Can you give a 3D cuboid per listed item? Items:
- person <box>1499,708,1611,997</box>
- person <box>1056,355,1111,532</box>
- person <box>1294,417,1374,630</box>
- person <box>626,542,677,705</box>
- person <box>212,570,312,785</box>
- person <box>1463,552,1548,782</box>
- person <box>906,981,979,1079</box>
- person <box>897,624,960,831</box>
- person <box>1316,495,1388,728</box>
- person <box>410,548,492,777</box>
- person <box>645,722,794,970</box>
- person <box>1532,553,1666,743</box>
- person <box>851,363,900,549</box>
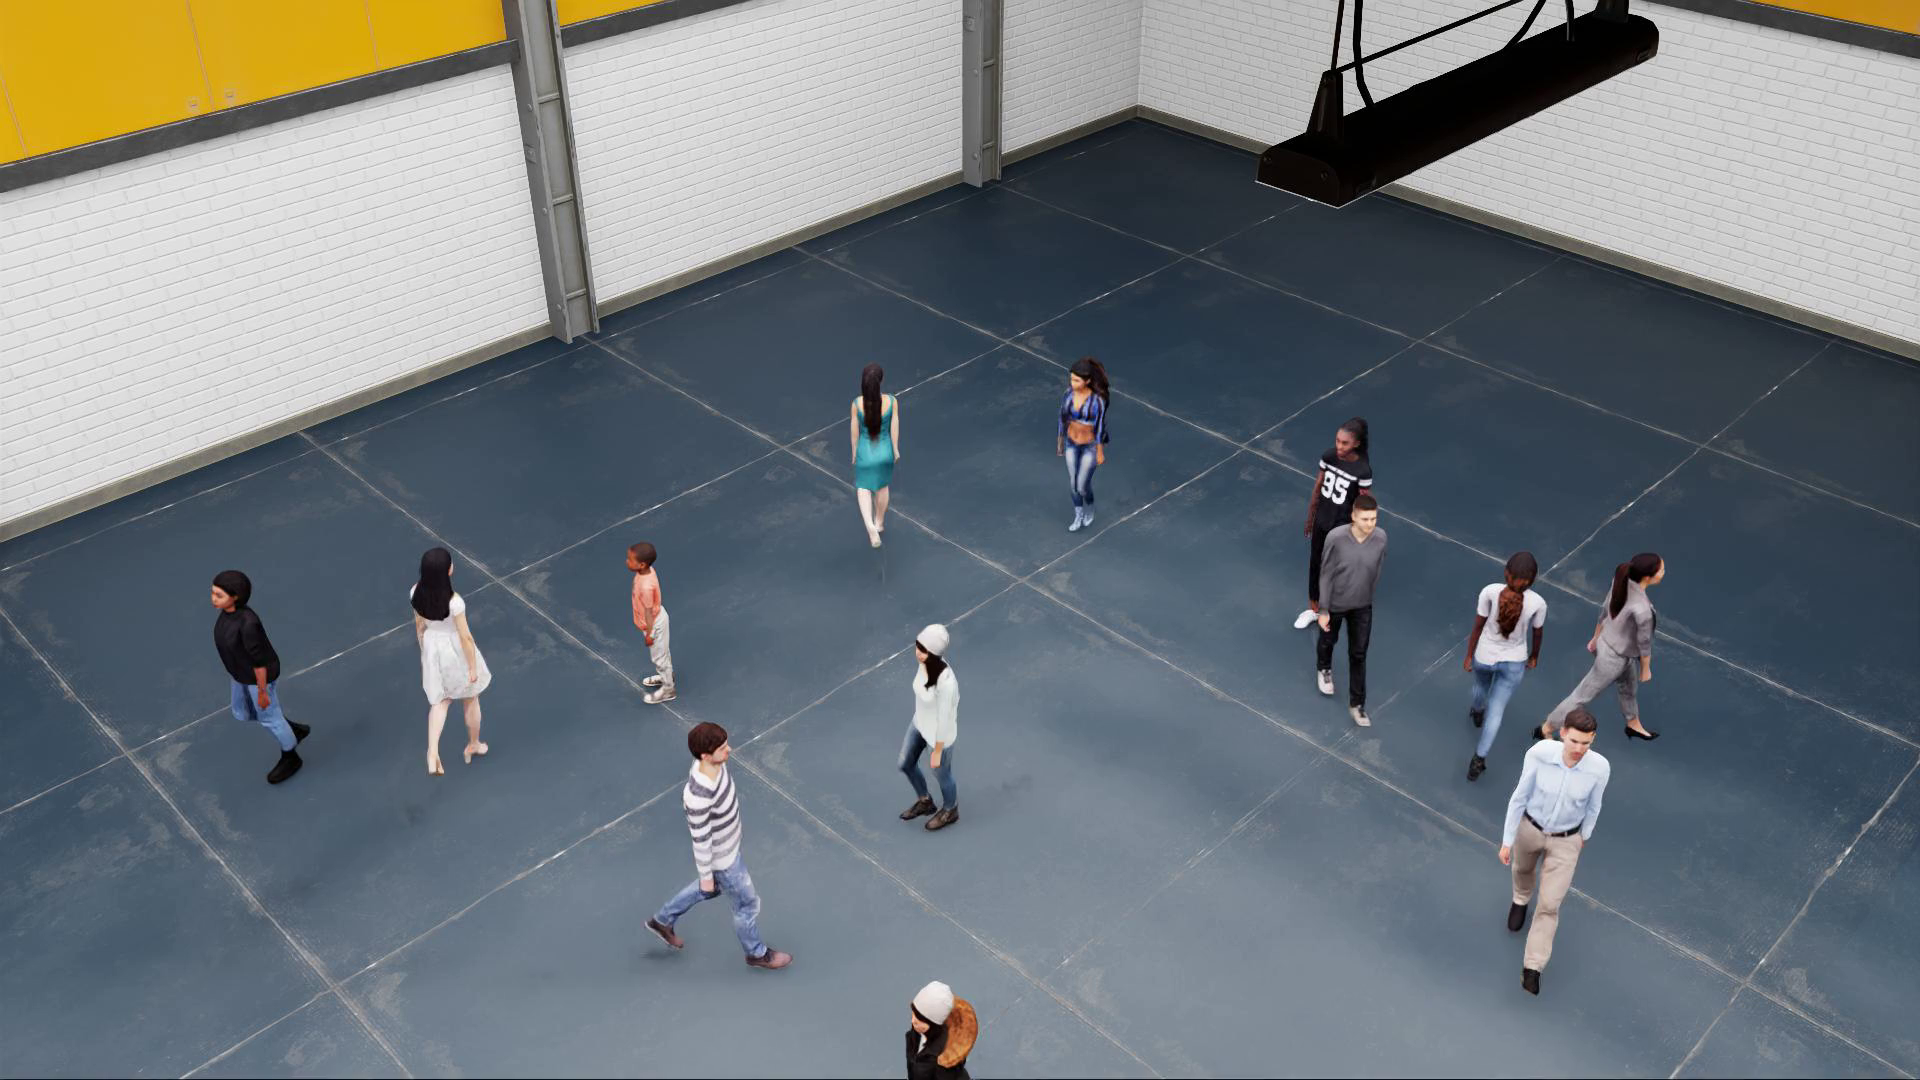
[{"bbox_3d":[3.464,1.682,9.809,0.933,1.798,1.256,14,36,20],"label":"person"},{"bbox_3d":[1.049,-0.789,13.697,0.659,1.609,0.640,23,40,30],"label":"person"},{"bbox_3d":[2.886,-0.140,12.624,0.642,1.716,0.928,28,43,35],"label":"person"},{"bbox_3d":[-2.193,0.570,11.925,0.586,1.308,0.545,-6,34,-9],"label":"person"},{"bbox_3d":[-4.630,0.876,11.129,0.580,1.680,0.655,28,43,35],"label":"person"},{"bbox_3d":[3.599,0.872,11.131,0.872,1.684,1.139,13,36,19],"label":"person"},{"bbox_3d":[-0.024,2.774,8.339,1.010,1.606,0.815,-15,36,-21],"label":"person"},{"bbox_3d":[-0.093,1.197,10.684,0.693,1.636,0.667,-17,37,-24],"label":"person"},{"bbox_3d":[2.712,0.390,11.814,1.030,1.729,1.076,-1,34,-1],"label":"person"},{"bbox_3d":[-3.440,0.867,11.072,0.874,1.757,1.046,14,36,20],"label":"person"},{"bbox_3d":[-1.495,1.791,9.626,1.183,1.818,1.135,0,34,0],"label":"person"},{"bbox_3d":[4.344,0.815,11.275,1.166,1.619,1.117,0,34,0],"label":"person"},{"bbox_3d":[-0.681,-0.643,13.421,0.860,1.672,0.883,-4,34,-6],"label":"person"}]
